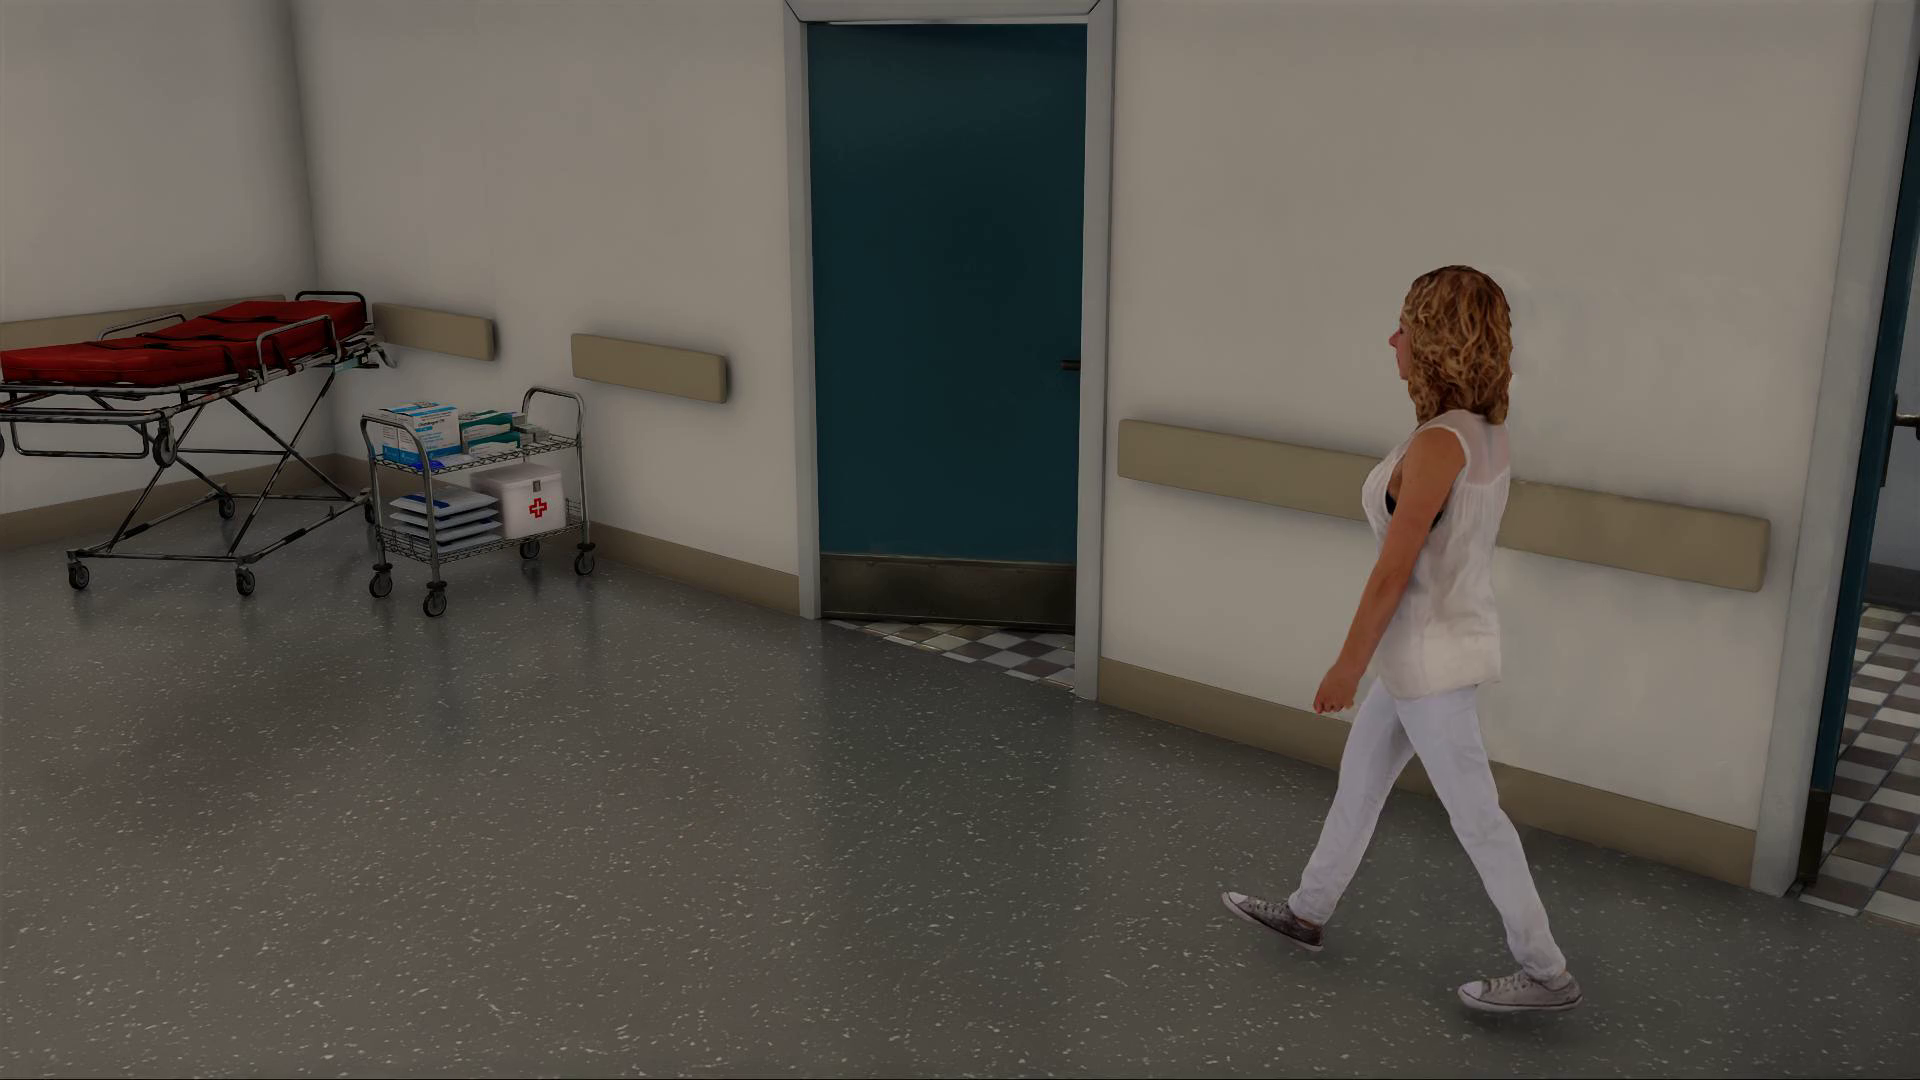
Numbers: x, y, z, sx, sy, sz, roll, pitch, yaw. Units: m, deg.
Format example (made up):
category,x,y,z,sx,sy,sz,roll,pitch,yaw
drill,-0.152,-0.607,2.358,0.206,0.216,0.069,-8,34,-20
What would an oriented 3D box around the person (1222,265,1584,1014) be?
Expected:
category,x,y,z,sx,sy,sz,roll,pitch,yaw
person,1.099,0.274,3.574,1.129,1.633,0.793,8,17,25
